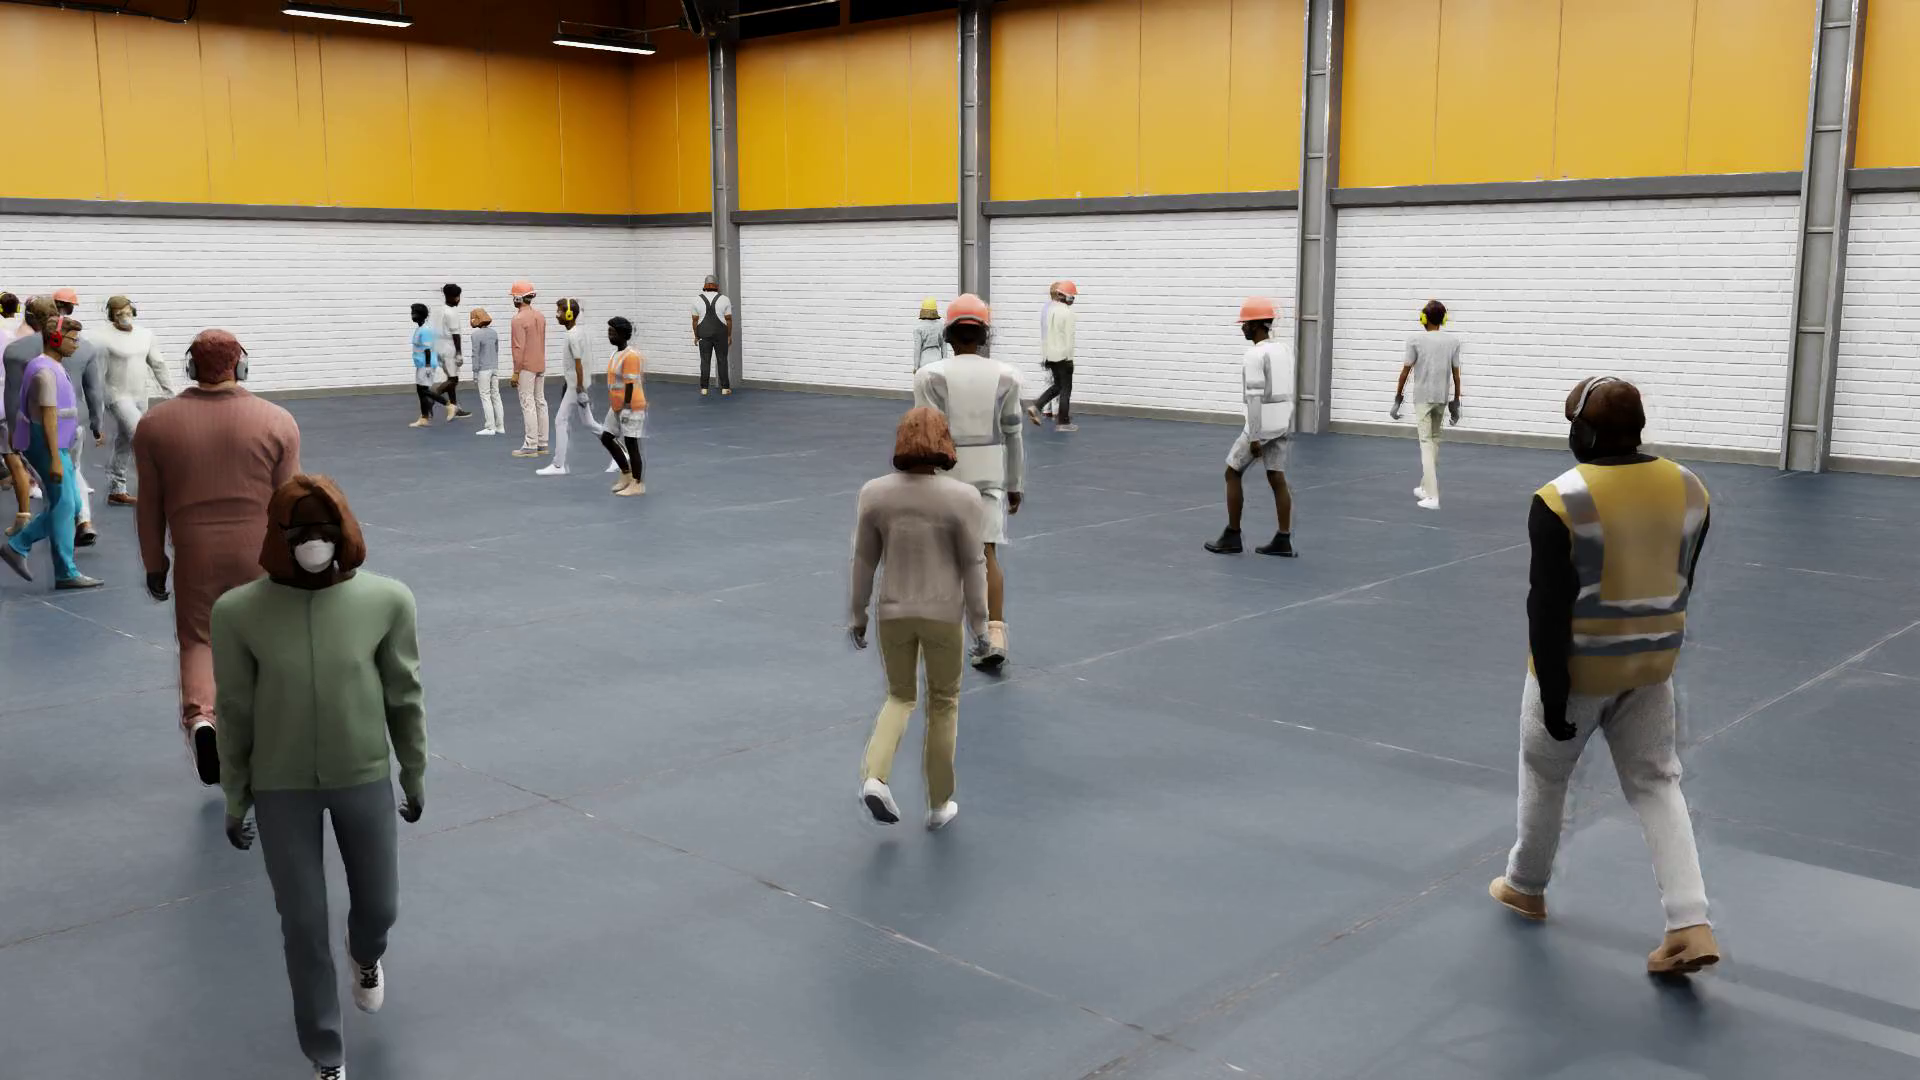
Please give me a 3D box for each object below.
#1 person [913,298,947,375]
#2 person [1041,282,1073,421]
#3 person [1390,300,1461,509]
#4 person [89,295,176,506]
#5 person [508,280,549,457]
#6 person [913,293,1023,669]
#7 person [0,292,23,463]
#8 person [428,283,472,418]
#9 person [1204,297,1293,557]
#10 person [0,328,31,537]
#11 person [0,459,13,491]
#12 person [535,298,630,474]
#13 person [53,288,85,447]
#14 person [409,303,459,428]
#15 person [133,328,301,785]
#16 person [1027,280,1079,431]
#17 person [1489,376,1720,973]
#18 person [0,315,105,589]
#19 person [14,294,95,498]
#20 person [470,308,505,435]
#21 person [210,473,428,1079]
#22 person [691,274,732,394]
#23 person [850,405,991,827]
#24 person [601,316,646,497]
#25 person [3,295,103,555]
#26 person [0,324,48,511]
[{"bbox_3d":[-0.395,-2.289,21.759,0.487,1.744,0.294,-4,10,-25],"label":"person"},{"bbox_3d":[1.353,-2.643,23.328,0.367,1.939,0.635,-4,10,-23],"label":"person"},{"bbox_3d":[4.161,-1.221,14.957,0.542,1.835,0.872,-2,9,-11],"label":"person"},{"bbox_3d":[-7.224,-1.202,14.646,1.007,1.876,0.665,2,10,15],"label":"person"},{"bbox_3d":[-4.897,-1.938,18.828,0.382,1.996,0.608,3,10,16],"label":"person"},{"bbox_3d":[0.060,-0.326,8.977,0.626,1.996,1.040,-2,10,-14],"label":"person"},{"bbox_3d":[-10.315,-1.764,18.147,0.533,1.871,0.320,-7,12,-39],"label":"person"},{"bbox_3d":[-7.260,-2.647,23.404,0.783,1.932,0.623,-9,13,-43],"label":"person"},{"bbox_3d":[2.164,-0.830,12.318,0.772,1.909,0.571,8,12,41],"label":"person"},{"bbox_3d":[-7.752,-1.010,13.157,1.003,1.992,0.631,5,11,28],"label":"person"},{"bbox_3d":[-9.362,-1.323,15.659,0.958,1.793,0.524,-2,9,-11],"label":"person"},{"bbox_3d":[-3.903,-1.585,17.189,0.914,1.836,0.520,-1,9,-4],"label":"person"},{"bbox_3d":[-10.574,-1.992,19.451,0.563,1.905,0.766,2,9,10],"label":"person"},{"bbox_3d":[-7.076,-2.330,22.217,0.541,1.681,0.540,-5,10,-26],"label":"person"},{"bbox_3d":[-3.042,0.069,6.875,0.652,1.883,0.749,-3,10,-16],"label":"person"},{"bbox_3d":[1.265,-2.387,21.651,0.613,1.972,0.632,-4,10,-25],"label":"person"},{"bbox_3d":[2.013,0.404,5.103,0.617,1.814,0.931,-2,9,-11],"label":"person"},{"bbox_3d":[-6.065,-0.572,11.004,0.578,1.817,0.635,-3,10,-19],"label":"person"},{"bbox_3d":[-8.411,-1.320,15.387,0.723,1.880,0.674,-1,9,-7],"label":"person"},{"bbox_3d":[-6.074,-2.151,21.298,0.310,1.624,0.492,4,10,21],"label":"person"},{"bbox_3d":[-1.641,0.619,4.299,0.503,1.621,0.537,-4,10,-22],"label":"person"},{"bbox_3d":[-4.192,-3.489,28.205,0.678,2.000,0.537,0,9,-2],"label":"person"},{"bbox_3d":[-0.168,0.308,6.226,0.541,1.614,0.469,3,10,19],"label":"person"},{"bbox_3d":[-3.121,-1.225,15.431,0.374,1.684,0.532,-6,11,-33],"label":"person"},{"bbox_3d":[-6.695,-0.836,12.282,0.428,1.925,0.654,7,12,36],"label":"person"},{"bbox_3d":[-8.053,-1.007,14.027,0.968,1.706,0.515,3,10,15],"label":"person"}]
